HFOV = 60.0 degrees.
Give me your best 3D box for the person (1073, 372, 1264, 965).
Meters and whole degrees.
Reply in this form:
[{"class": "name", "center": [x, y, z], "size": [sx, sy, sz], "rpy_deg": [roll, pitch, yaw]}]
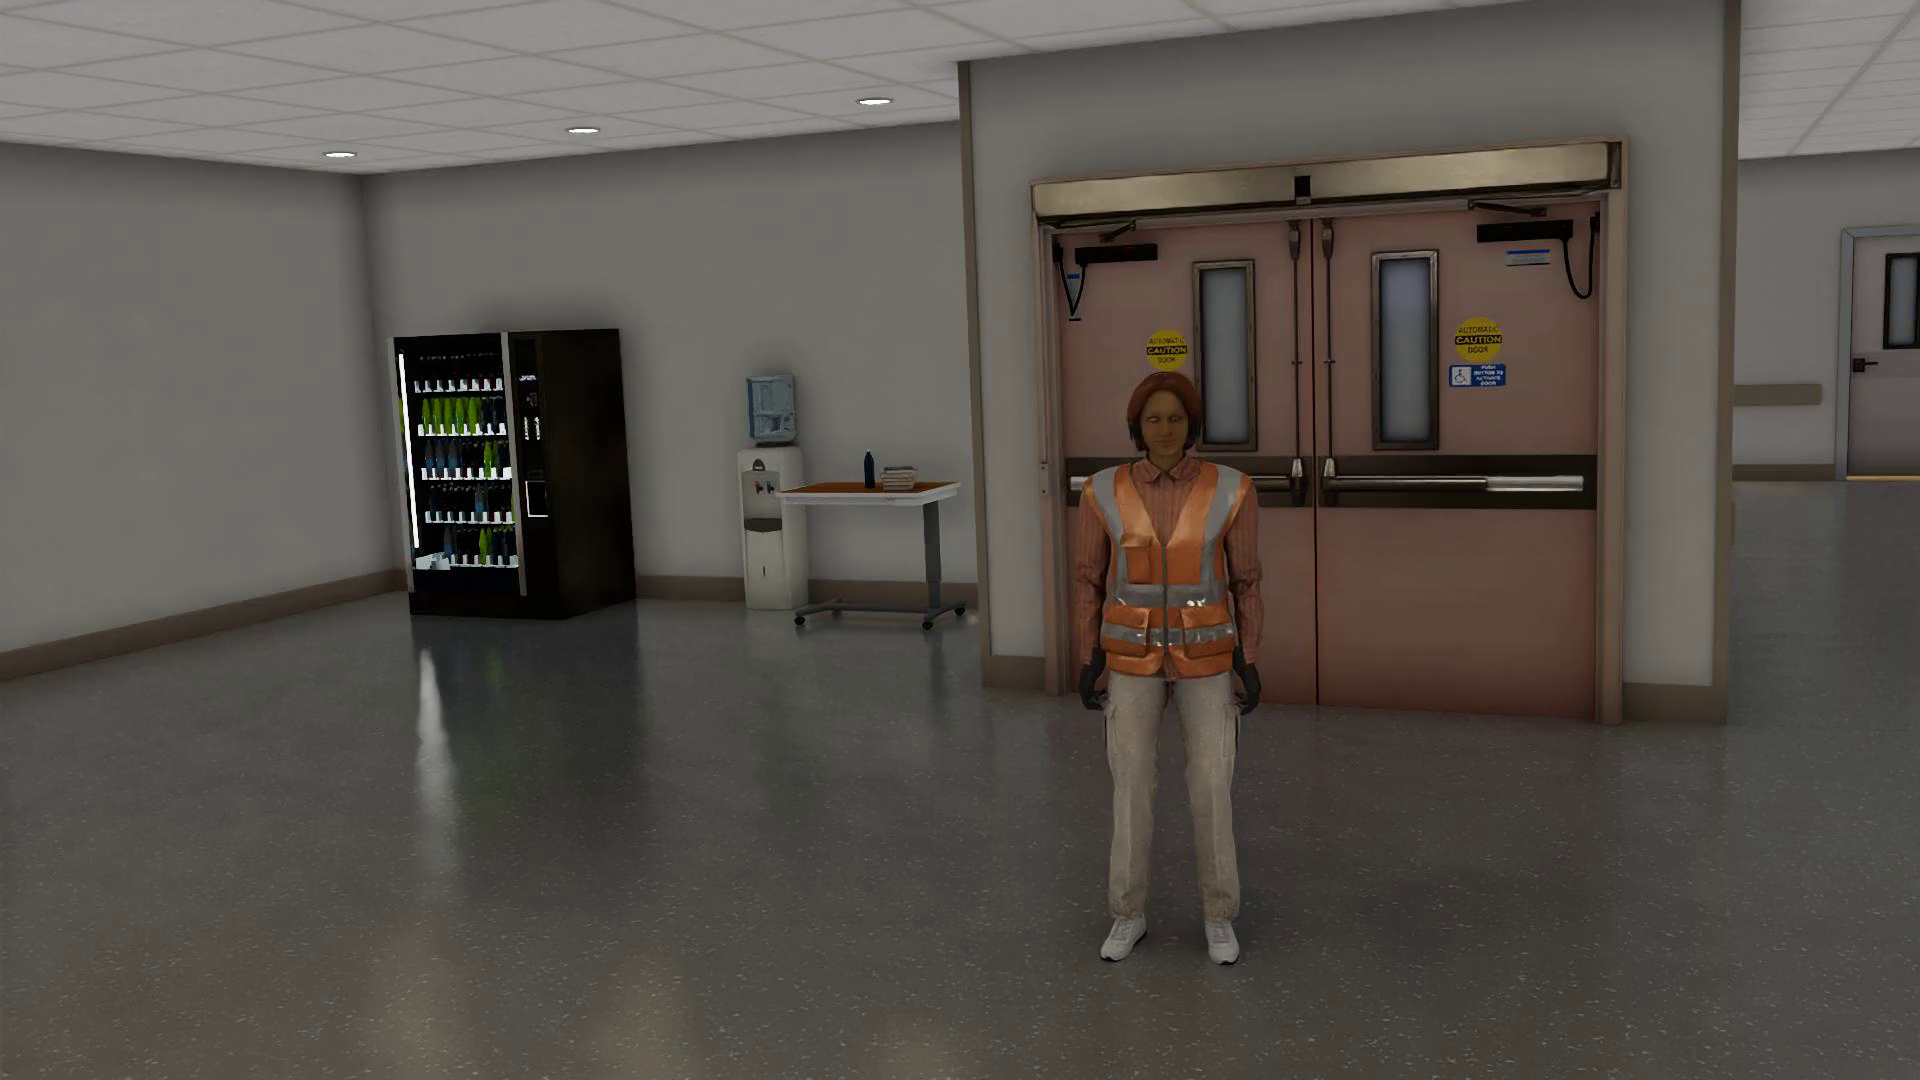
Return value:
[{"class": "person", "center": [0.580, 0.355, 4.607], "size": [0.522, 1.637, 0.306], "rpy_deg": [-1, 8, 12]}]
